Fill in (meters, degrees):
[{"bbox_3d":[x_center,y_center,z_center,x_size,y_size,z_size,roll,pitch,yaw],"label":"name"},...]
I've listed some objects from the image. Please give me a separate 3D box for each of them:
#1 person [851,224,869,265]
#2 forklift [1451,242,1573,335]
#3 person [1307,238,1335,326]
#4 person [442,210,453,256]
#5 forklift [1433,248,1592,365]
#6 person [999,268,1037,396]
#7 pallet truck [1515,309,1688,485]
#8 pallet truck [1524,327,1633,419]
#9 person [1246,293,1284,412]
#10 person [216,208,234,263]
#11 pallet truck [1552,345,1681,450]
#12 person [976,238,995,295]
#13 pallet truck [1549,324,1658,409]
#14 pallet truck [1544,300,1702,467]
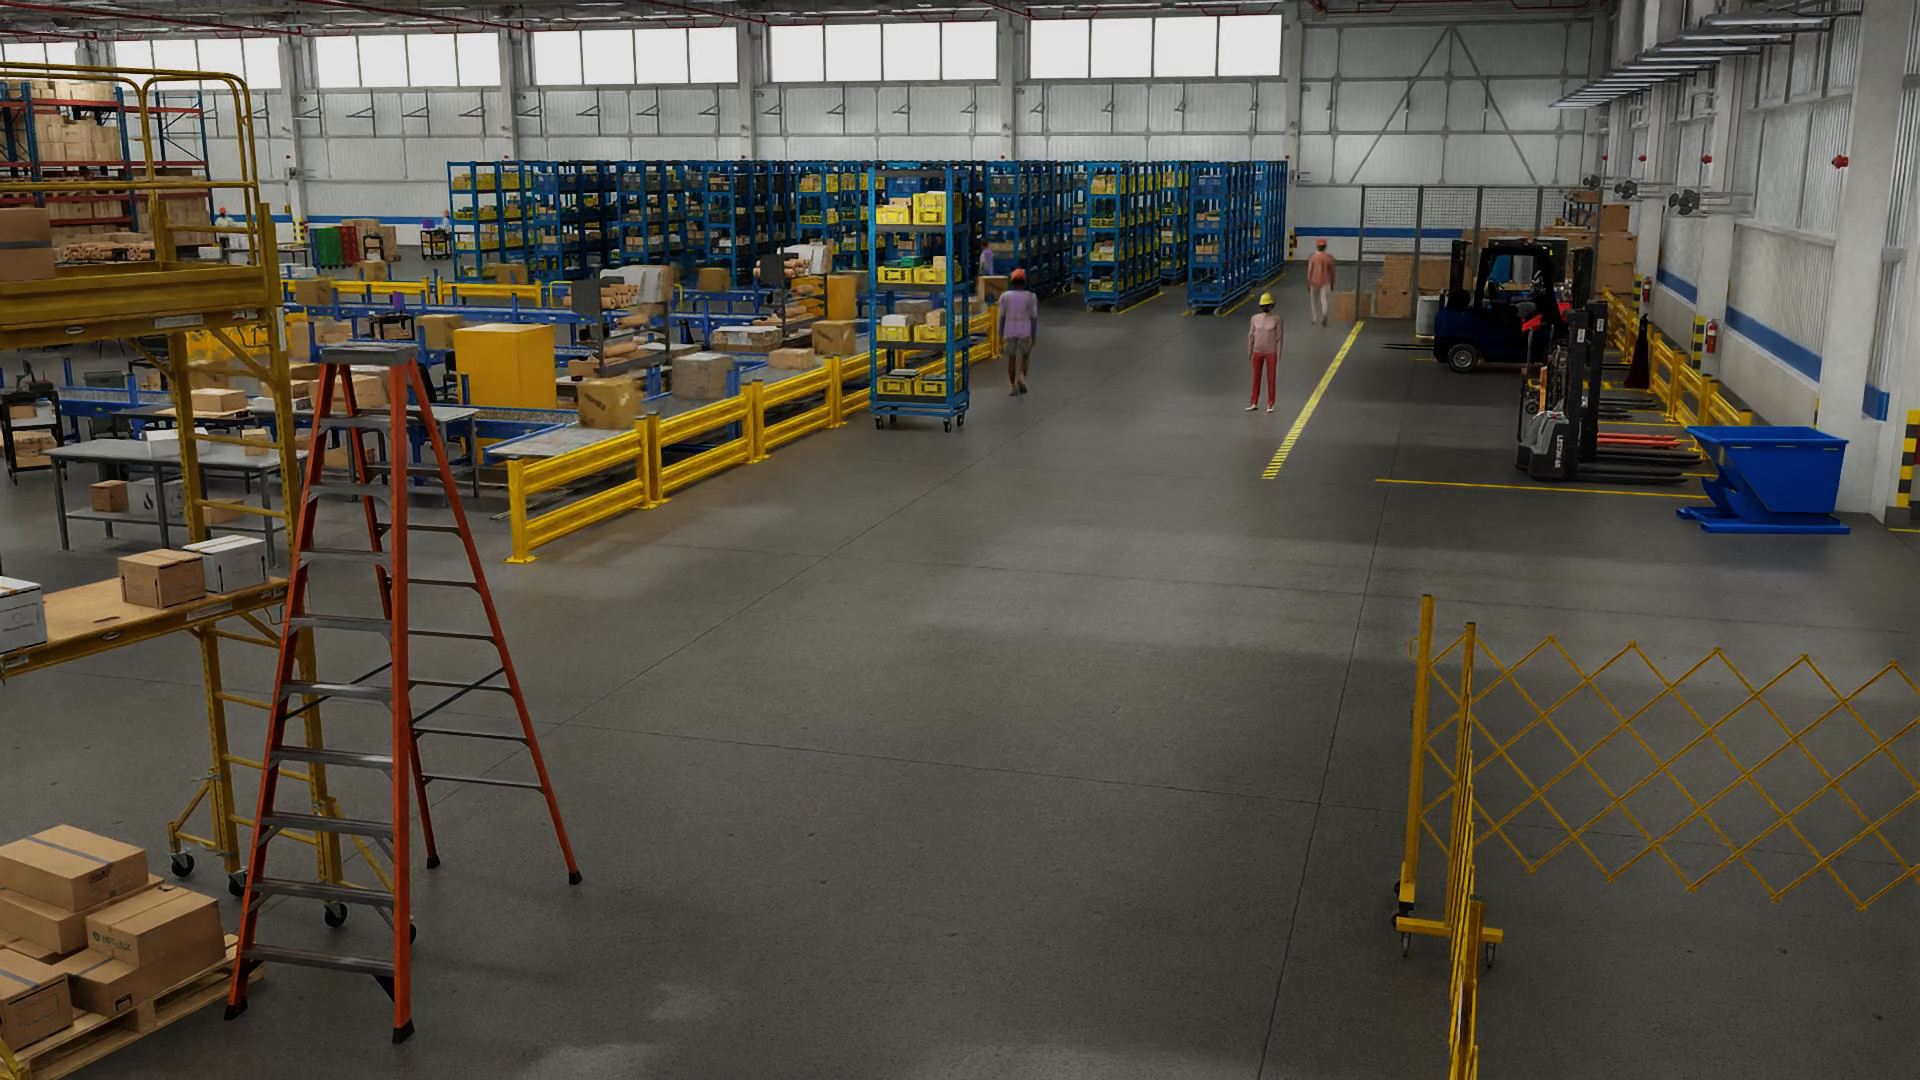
[{"bbox_3d":[-3.000,-8.570,49.568,0.586,1.837,0.403,-4,14,-17],"label":"person"},{"bbox_3d":[10.464,-4.597,31.405,2.680,1.987,1.157,4,14,16],"label":"forklift"},{"bbox_3d":[8.043,-5.730,37.021,0.617,1.972,0.727,1,13,4],"label":"person"},{"bbox_3d":[-19.464,-11.664,63.178,0.607,1.722,0.582,-4,14,-15],"label":"person"},{"bbox_3d":[9.780,-4.111,29.280,2.680,1.987,1.157,3,13,14],"label":"forklift"},{"bbox_3d":[0.917,-3.295,26.385,0.620,2.026,0.473,2,13,8],"label":"person"},{"bbox_3d":[7.554,-1.677,19.446,1.885,1.965,0.823,3,13,14],"label":"pallet truck"},{"bbox_3d":[9.065,-2.460,24.370,1.522,1.261,0.704,3,13,14],"label":"pallet truck"},{"bbox_3d":[4.535,-2.785,24.732,0.524,1.770,0.315,7,15,27],"label":"person"},{"bbox_3d":[-25.888,-10.723,58.654,0.622,1.946,1.029,-3,13,-12],"label":"person"},{"bbox_3d":[8.641,-1.896,21.908,1.630,1.274,0.653,4,14,16],"label":"pallet truck"},{"bbox_3d":[0.662,-6.411,40.326,0.932,1.807,0.586,3,13,14],"label":"person"},{"bbox_3d":[9.824,-2.669,25.407,1.601,1.201,0.680,4,14,16],"label":"pallet truck"},{"bbox_3d":[8.263,-1.952,20.631,1.885,1.965,0.823,5,14,20],"label":"pallet truck"}]
